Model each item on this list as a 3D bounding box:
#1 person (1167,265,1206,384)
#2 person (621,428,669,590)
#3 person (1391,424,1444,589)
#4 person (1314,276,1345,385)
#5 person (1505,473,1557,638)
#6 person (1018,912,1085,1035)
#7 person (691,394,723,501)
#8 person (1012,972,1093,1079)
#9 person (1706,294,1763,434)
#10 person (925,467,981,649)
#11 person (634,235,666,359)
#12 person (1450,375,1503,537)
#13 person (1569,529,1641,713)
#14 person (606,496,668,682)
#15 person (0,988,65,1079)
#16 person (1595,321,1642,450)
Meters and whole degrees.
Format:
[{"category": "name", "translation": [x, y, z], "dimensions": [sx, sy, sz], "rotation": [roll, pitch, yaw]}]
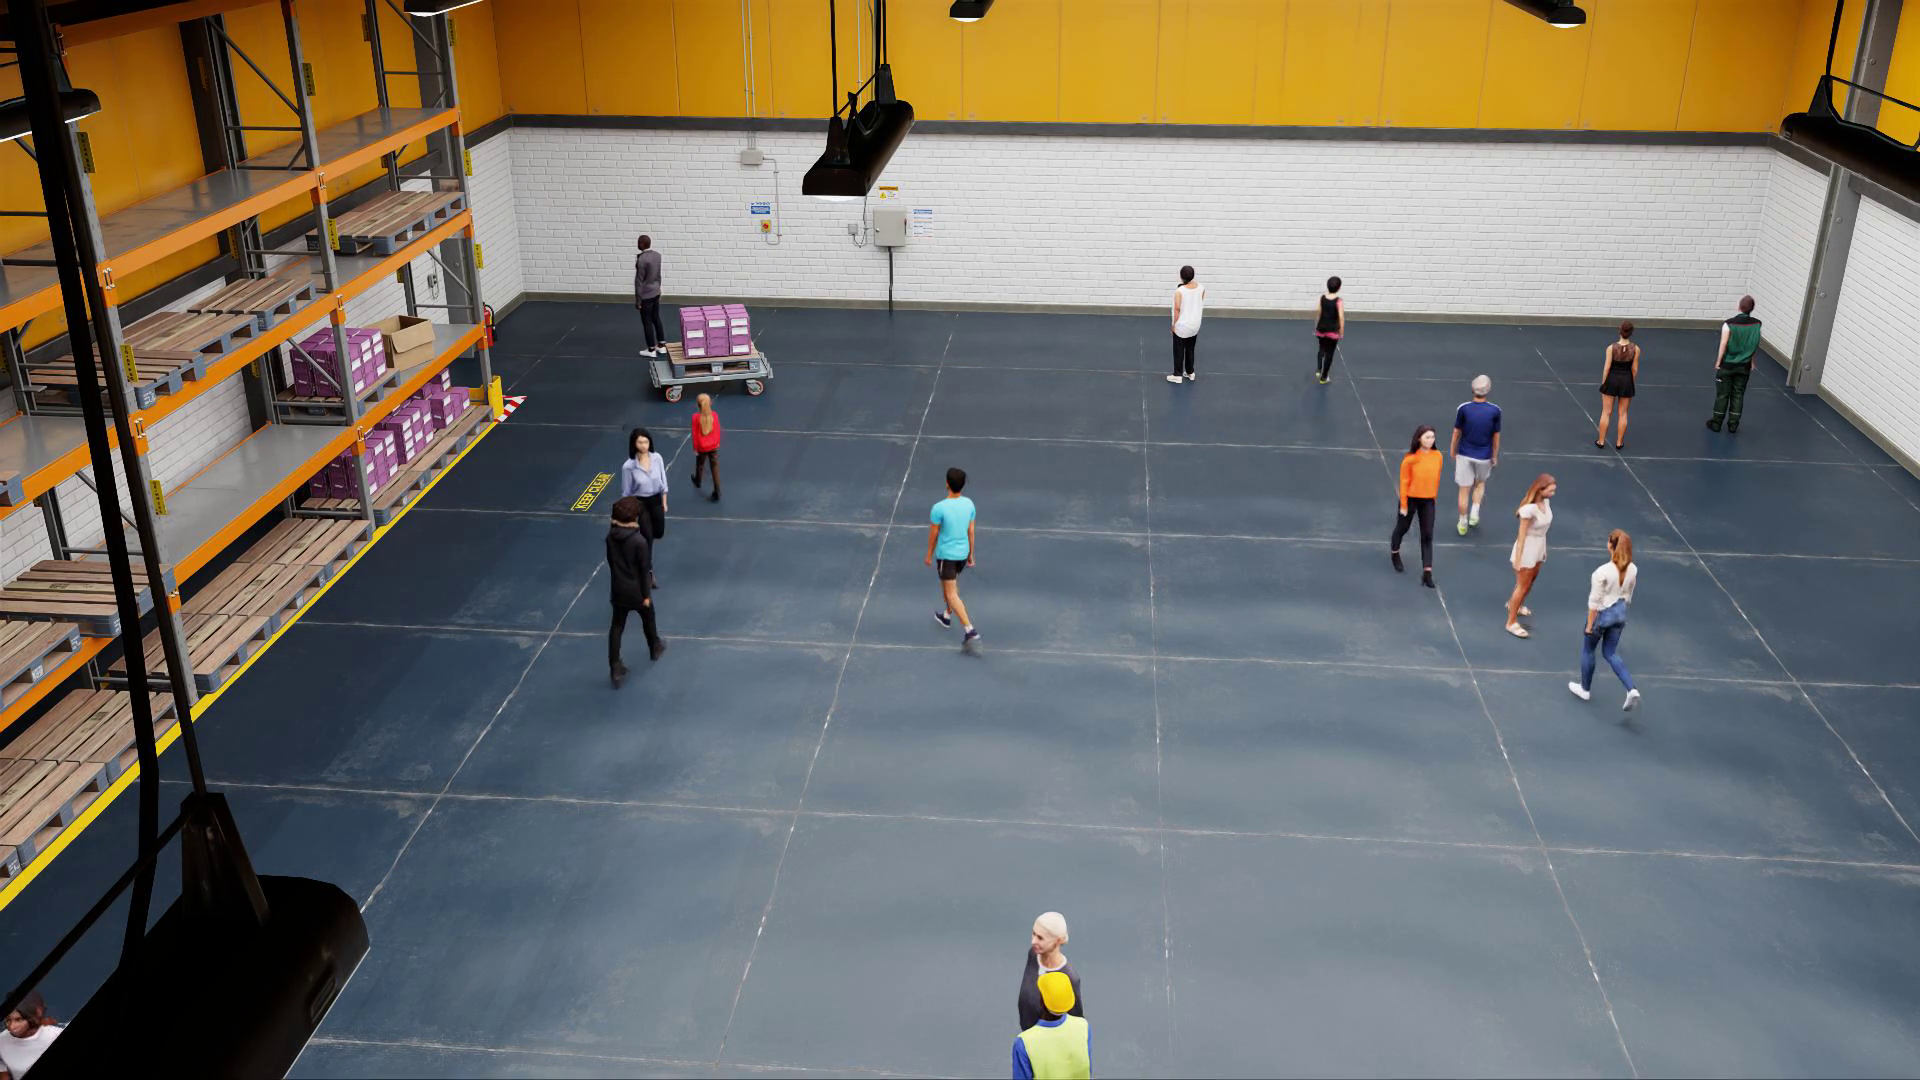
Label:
[{"category": "person", "translation": [3.193, -3.080, 23.615], "dimensions": [0.756, 1.686, 0.798], "rotation": [-15, 28, -30]}, {"category": "person", "translation": [-3.303, -0.365, 17.353], "dimensions": [0.970, 1.726, 1.047], "rotation": [-14, 27, -28]}, {"category": "person", "translation": [4.746, -0.400, 17.467], "dimensions": [0.847, 1.700, 1.157], "rotation": [-5, 24, -11]}, {"category": "person", "translation": [5.171, -2.957, 23.515], "dimensions": [0.676, 1.540, 0.719], "rotation": [19, 30, 37]}, {"category": "person", "translation": [5.583, 0.110, 16.328], "dimensions": [0.894, 1.678, 0.972], "rotation": [-21, 31, -39]}, {"category": "person", "translation": [0.531, 2.921, 9.838], "dimensions": [0.738, 1.726, 0.674], "rotation": [-18, 30, -36]}, {"category": "person", "translation": [-2.954, -1.072, 19.563], "dimensions": [0.791, 1.253, 0.956], "rotation": [-11, 26, -24]}, {"category": "person", "translation": [0.509, 3.144, 9.218], "dimensions": [0.754, 1.813, 0.759], "rotation": [-10, 26, -22]}, {"category": "person", "translation": [10.091, -2.304, 21.642], "dimensions": [0.625, 1.844, 0.575], "rotation": [2, 24, 5]}, {"category": "person", "translation": [-0.028, 0.197, 16.046], "dimensions": [1.068, 1.744, 1.205], "rotation": [-15, 28, -30]}, {"category": "person", "translation": [-4.608, -3.627, 24.707], "dimensions": [0.835, 1.815, 0.658], "rotation": [11, 26, 23]}, {"category": "person", "translation": [5.722, -0.914, 18.488], "dimensions": [0.712, 1.824, 0.770], "rotation": [5, 24, 12]}, {"category": "person", "translation": [5.829, 0.752, 14.828], "dimensions": [0.874, 1.702, 1.084], "rotation": [-8, 25, -17]}, {"category": "person", "translation": [-3.099, 0.484, 15.401], "dimensions": [0.805, 1.736, 1.135], "rotation": [7, 25, 16]}, {"category": "person", "translation": [-5.048, 3.166, 9.300], "dimensions": [0.670, 1.706, 0.904], "rotation": [-2, 24, -4]}, {"category": "person", "translation": [8.350, -1.972, 21.096], "dimensions": [0.606, 1.672, 0.600], "rotation": [6, 24, 13]}]
